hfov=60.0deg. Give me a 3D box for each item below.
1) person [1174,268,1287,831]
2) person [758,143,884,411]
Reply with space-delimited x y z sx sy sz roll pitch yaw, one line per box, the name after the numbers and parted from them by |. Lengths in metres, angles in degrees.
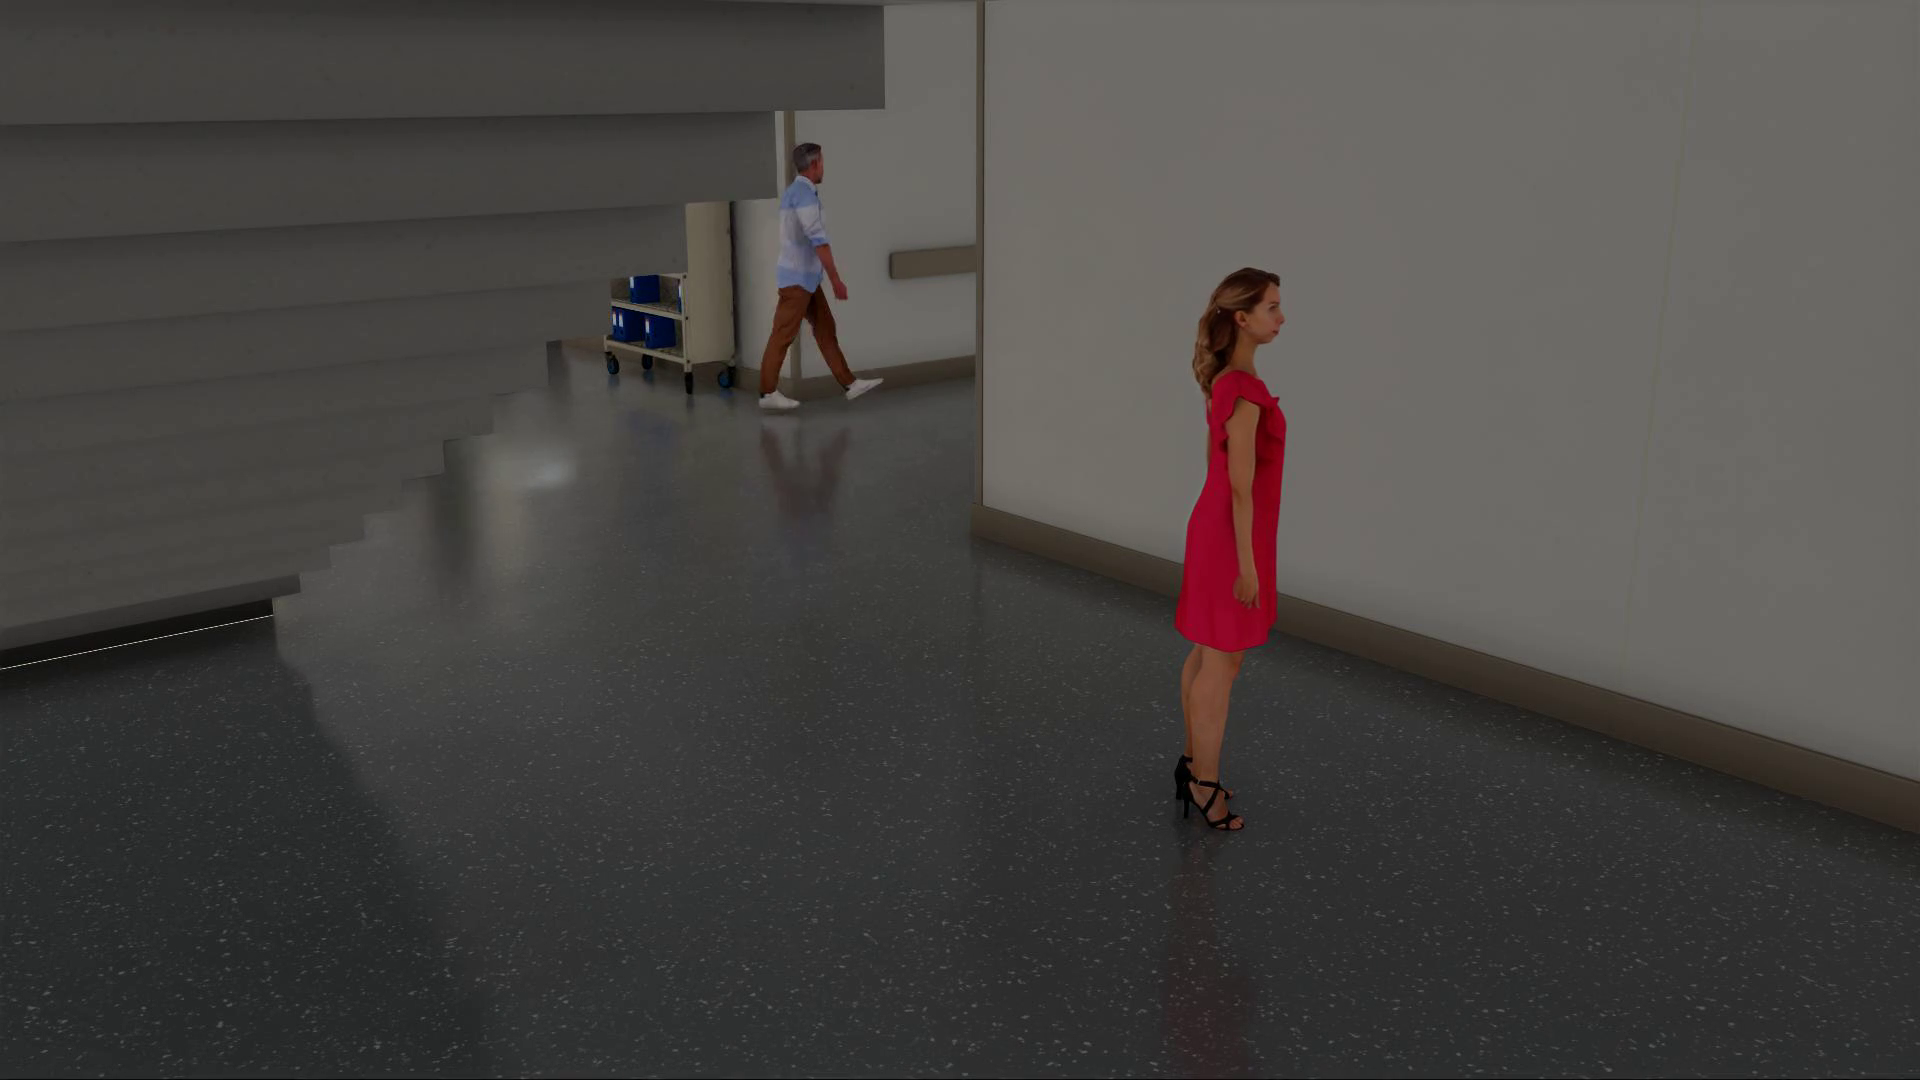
0.814 0.025 5.099 0.725 1.727 0.659 1 16 2 | person
-1.178 -1.751 11.309 1.139 1.776 1.180 -2 16 -6 | person
